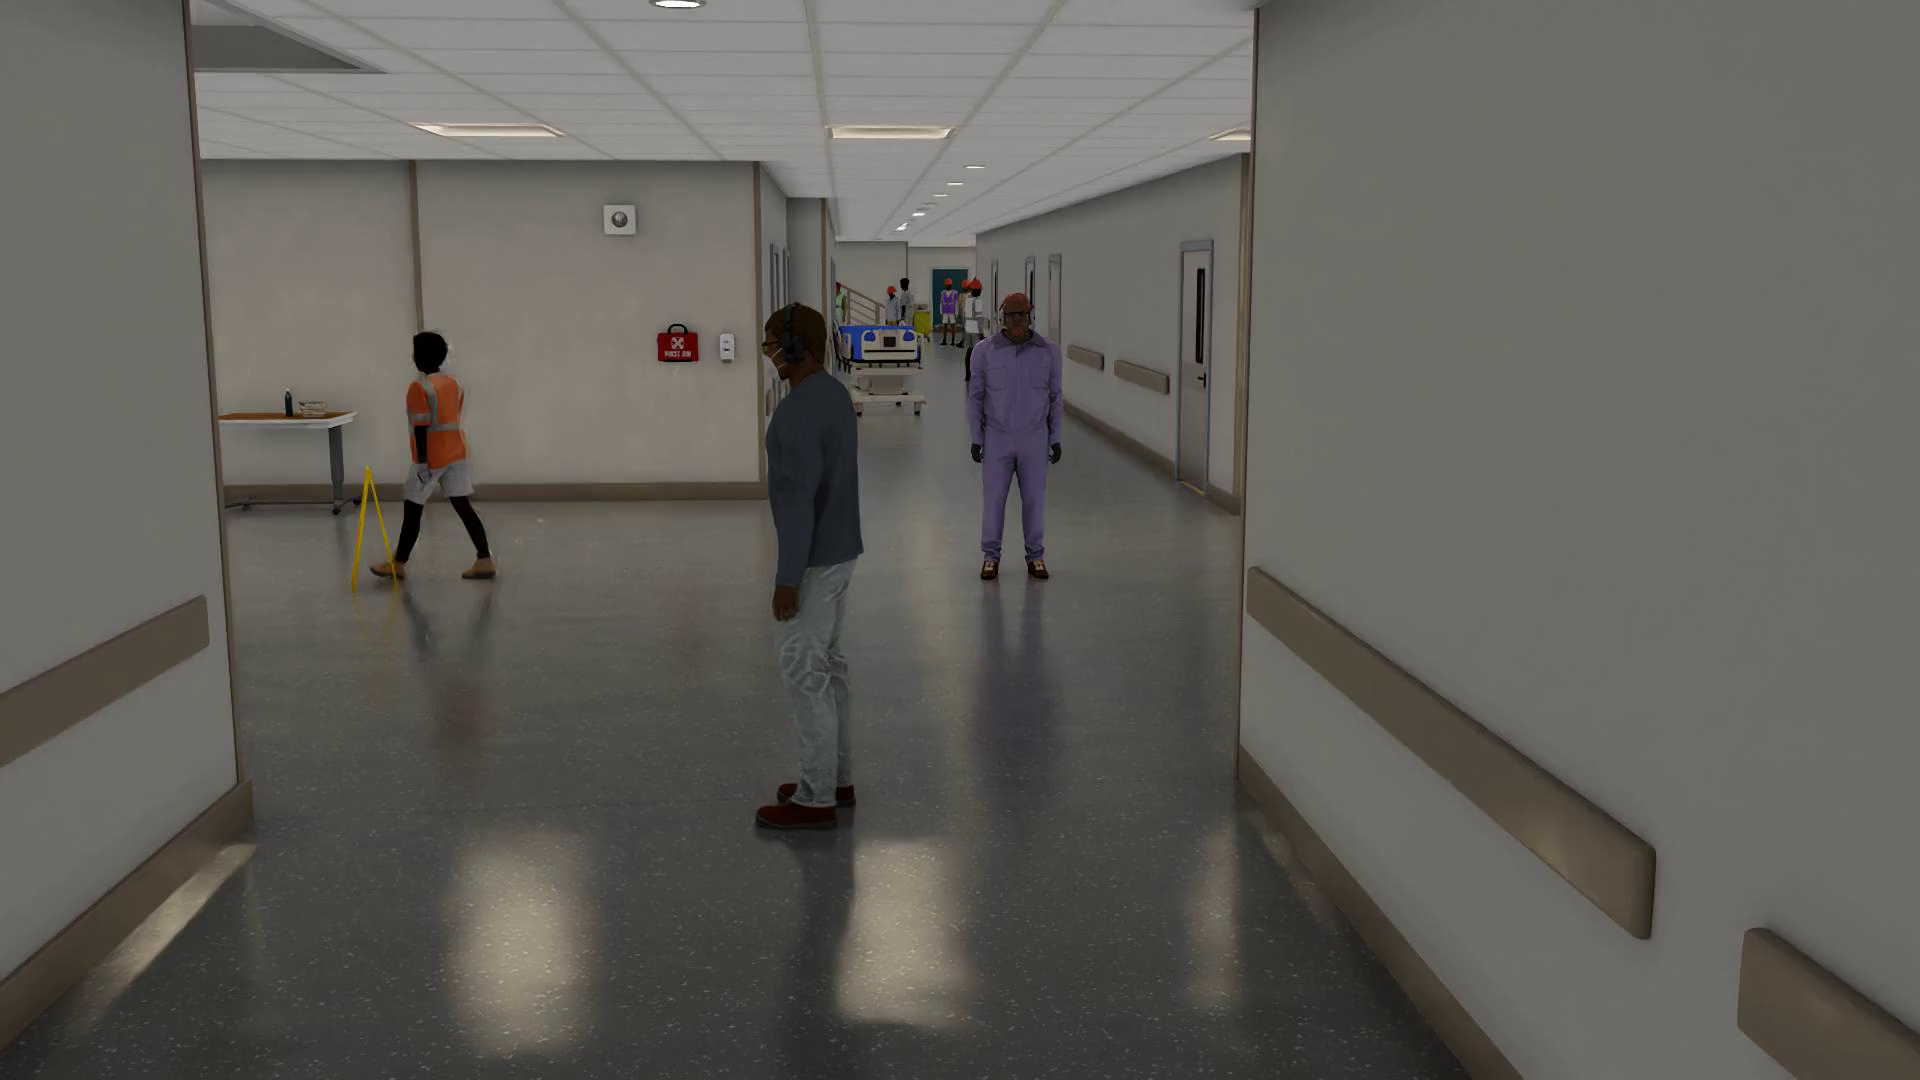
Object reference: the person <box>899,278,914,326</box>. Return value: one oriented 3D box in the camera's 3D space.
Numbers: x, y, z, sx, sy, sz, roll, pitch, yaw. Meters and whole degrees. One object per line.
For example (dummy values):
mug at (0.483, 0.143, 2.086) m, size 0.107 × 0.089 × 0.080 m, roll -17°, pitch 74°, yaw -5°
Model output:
person at (-1.400, -5.850, 43.363) m, size 0.385 × 1.955 × 0.608 m, roll 3°, pitch 10°, yaw 19°

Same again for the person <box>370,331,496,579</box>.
person at (-3.488, -0.549, 11.016) m, size 0.845 × 1.650 × 0.538 m, roll 3°, pitch 10°, yaw 21°

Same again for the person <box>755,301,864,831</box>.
person at (-0.546, 0.093, 6.137) m, size 0.373 × 1.928 × 0.639 m, roll 1°, pitch 9°, yaw 7°

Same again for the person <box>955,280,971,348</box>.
person at (0.163, -6.269, 46.221) m, size 0.568 × 1.883 × 1.013 m, roll 6°, pitch 11°, yaw 35°

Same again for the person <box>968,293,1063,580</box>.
person at (0.375, -0.685, 11.081) m, size 0.641 × 1.908 × 0.407 m, roll -1°, pitch 9°, yaw -5°

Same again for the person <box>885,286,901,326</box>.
person at (-1.802, -5.881, 44.209) m, size 0.340 × 1.742 × 0.560 m, roll -9°, pitch 12°, yaw -43°

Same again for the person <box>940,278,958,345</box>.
person at (-0.324, -6.576, 47.964) m, size 0.545 × 1.938 × 0.361 m, roll 3°, pitch 9°, yaw 16°

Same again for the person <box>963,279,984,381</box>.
person at (0.285, -3.997, 31.773) m, size 0.372 × 1.939 × 0.544 m, roll -6°, pitch 11°, yaw -33°
